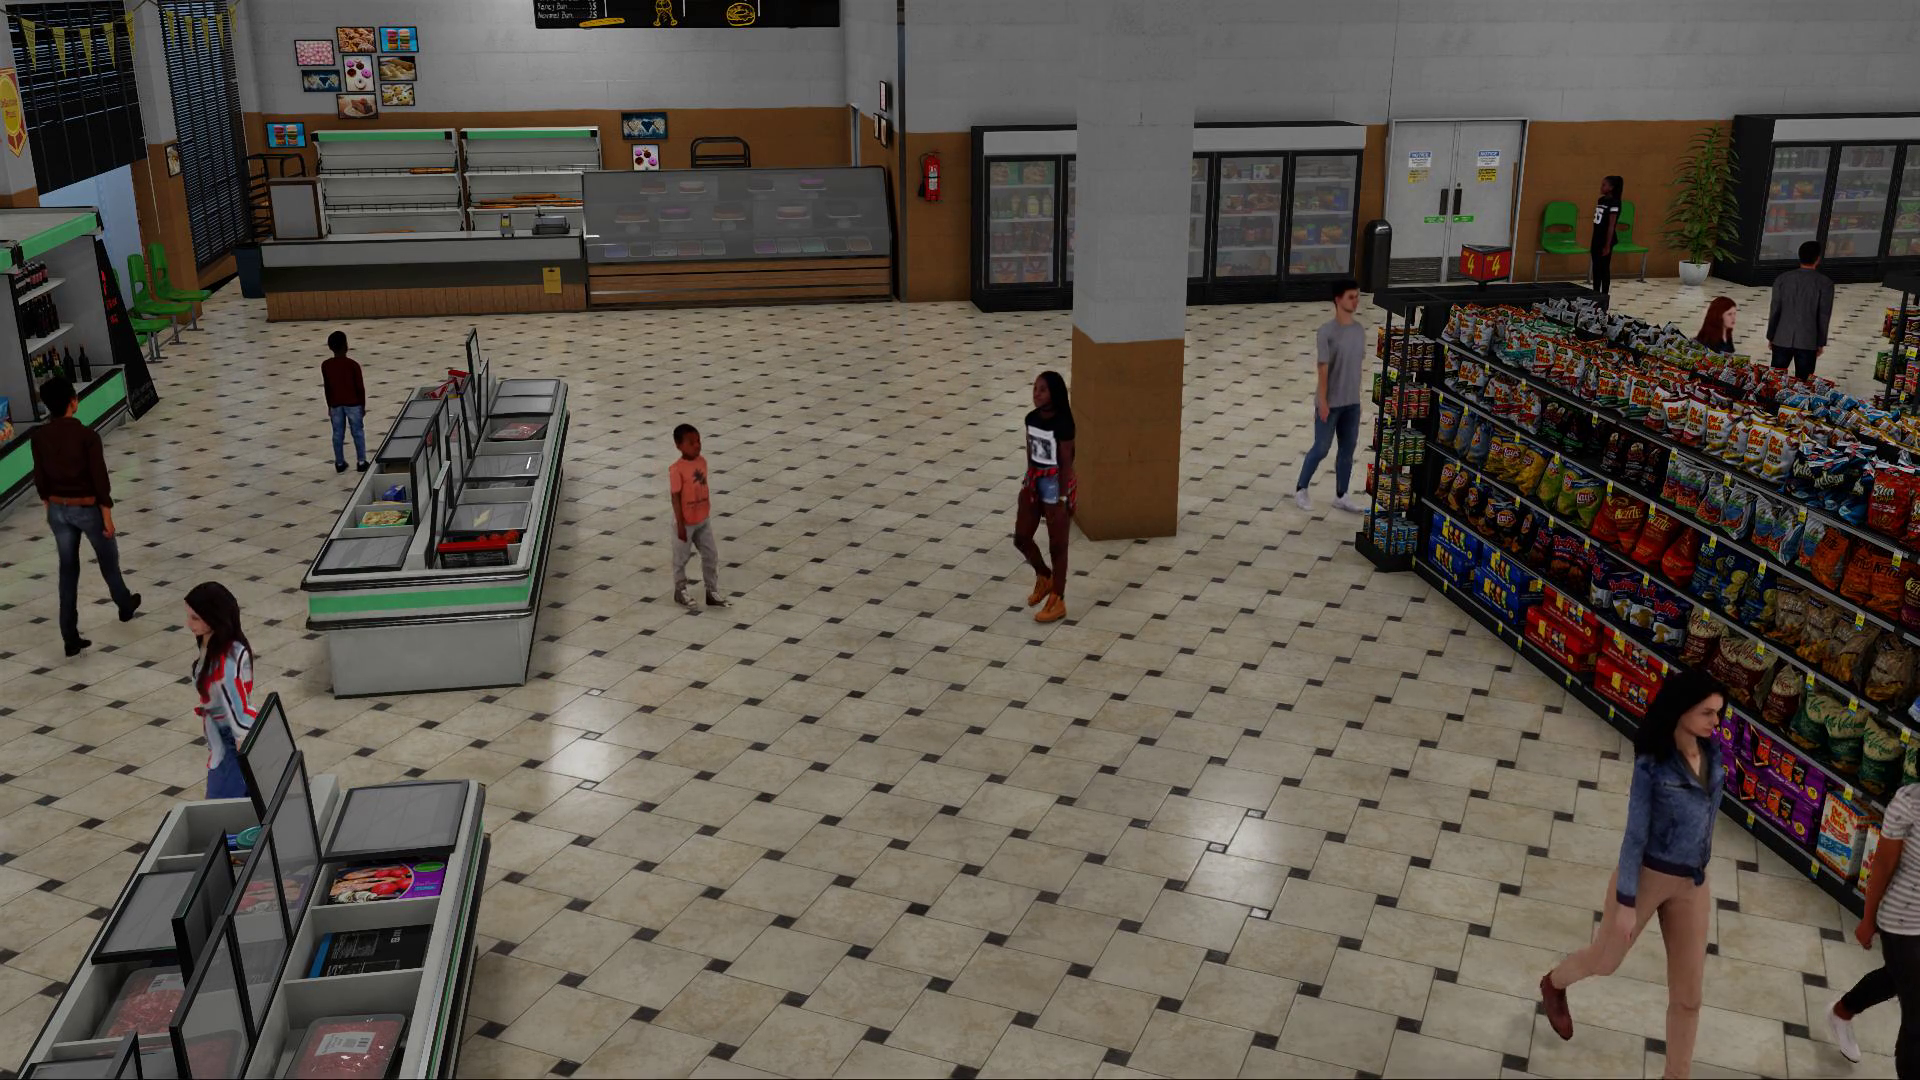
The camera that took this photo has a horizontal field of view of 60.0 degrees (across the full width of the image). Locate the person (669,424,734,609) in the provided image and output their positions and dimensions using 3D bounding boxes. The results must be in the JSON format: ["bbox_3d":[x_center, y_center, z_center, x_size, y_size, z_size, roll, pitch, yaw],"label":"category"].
[{"bbox_3d":[-1.885,-0.165,11.352,0.817,1.294,0.726,17,25,41],"label":"person"}]

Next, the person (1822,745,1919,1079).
[{"bbox_3d":[3.546,1.397,6.227,0.609,1.608,1.095,-2,19,-6],"label":"person"}]

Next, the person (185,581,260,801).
[{"bbox_3d":[-3.223,0.933,7.616,0.755,1.601,0.652,-6,20,-18],"label":"person"}]

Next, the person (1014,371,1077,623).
[{"bbox_3d":[0.652,-0.298,11.086,0.746,1.717,0.808,17,25,42],"label":"person"}]

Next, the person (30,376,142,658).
[{"bbox_3d":[-5.617,-0.112,10.510,0.803,1.731,1.197,0,19,-1],"label":"person"}]

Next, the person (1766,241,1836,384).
[{"bbox_3d":[7.740,-1.831,15.385,0.768,1.874,0.838,14,23,35],"label":"person"}]

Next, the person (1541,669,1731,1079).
[{"bbox_3d":[2.568,1.303,6.309,0.695,1.735,1.208,-5,19,-15],"label":"person"}]

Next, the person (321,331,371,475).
[{"bbox_3d":[-5.350,-1.194,14.465,0.510,1.254,0.505,-1,19,-4],"label":"person"}]

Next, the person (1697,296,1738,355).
[{"bbox_3d":[5.926,-1.051,13.214,0.647,1.784,0.665,-16,24,-39],"label":"person"}]

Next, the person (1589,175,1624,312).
[{"bbox_3d":[8.382,-3.874,21.669,0.662,1.731,0.497,-2,19,-7],"label":"person"}]

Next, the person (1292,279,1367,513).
[{"bbox_3d":[3.000,-1.159,13.353,0.841,1.899,0.921,-13,22,-33],"label":"person"}]
